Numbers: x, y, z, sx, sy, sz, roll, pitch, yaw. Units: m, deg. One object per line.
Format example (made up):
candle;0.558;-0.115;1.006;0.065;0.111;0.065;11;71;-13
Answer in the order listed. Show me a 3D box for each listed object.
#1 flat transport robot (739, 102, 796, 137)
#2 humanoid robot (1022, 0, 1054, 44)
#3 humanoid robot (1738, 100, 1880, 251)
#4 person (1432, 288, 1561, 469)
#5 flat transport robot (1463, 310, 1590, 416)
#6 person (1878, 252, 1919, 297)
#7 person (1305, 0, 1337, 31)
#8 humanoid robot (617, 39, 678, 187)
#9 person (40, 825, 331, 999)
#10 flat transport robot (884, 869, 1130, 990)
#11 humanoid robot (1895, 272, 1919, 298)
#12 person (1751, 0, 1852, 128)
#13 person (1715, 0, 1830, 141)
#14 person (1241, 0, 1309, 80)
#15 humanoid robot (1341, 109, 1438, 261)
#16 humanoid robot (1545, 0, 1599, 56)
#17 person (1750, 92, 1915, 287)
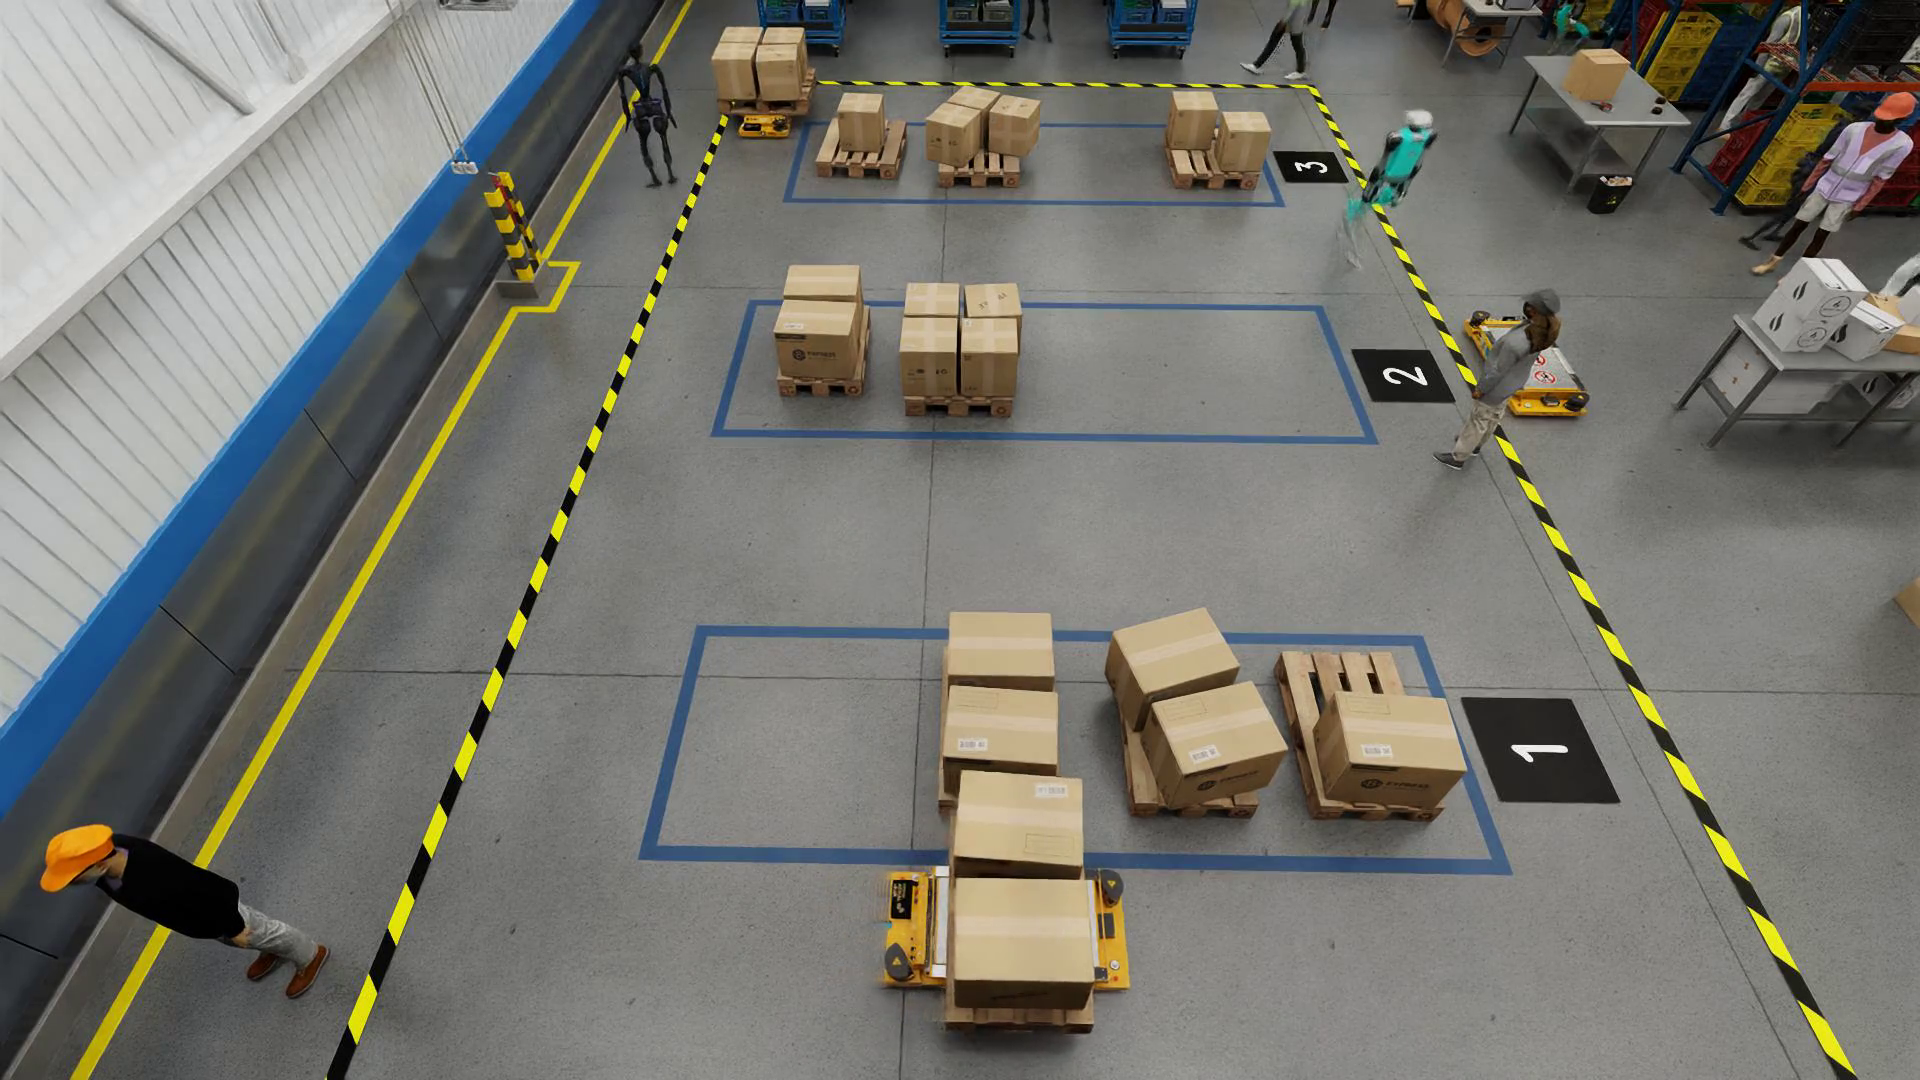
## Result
flat transport robot;-2.632;-6.021;12.727;0.652;0.197;1.431;1;49;1
humanoid robot;1.200;-8.482;13.943;0.611;1.638;0.538;-22;53;-18
humanoid robot;9.365;-4.012;10.085;0.602;1.644;0.603;15;51;13
person;4.549;-1.327;7.689;0.564;1.769;0.396;-30;55;-23
flat transport robot;5.573;-1.757;9.054;0.659;0.231;1.431;1;49;1
person;9.653;-2.844;8.950;0.864;1.848;0.694;-1;49;-1
person;5.823;-9.015;14.216;0.611;1.961;0.365;28;55;22
humanoid robot;-3.740;-5.084;11.010;0.612;1.645;0.456;-22;53;-18
person;-3.981;1.946;4.781;0.589;1.882;0.380;17;51;14
flat transport robot;0.280;2.320;5.507;1.431;0.197;0.652;1;49;1
humanoid robot;10.146;-3.091;9.267;0.599;1.657;0.315;-31;56;-24
person;10.905;-6.062;11.746;0.404;1.833;0.589;20;52;17
person;10.491;-6.096;11.770;0.633;1.840;0.429;-9;50;-8
person;4.677;-7.484;12.998;0.966;1.797;0.597;4;49;4
humanoid robot;4.471;-3.849;9.805;0.533;1.678;0.736;-11;50;-9
humanoid robot;8.876;-7.591;13.150;0.808;1.805;0.541;-4;49;-4
person;9.045;-3.585;9.476;0.403;2.031;0.609;-24;53;-19
